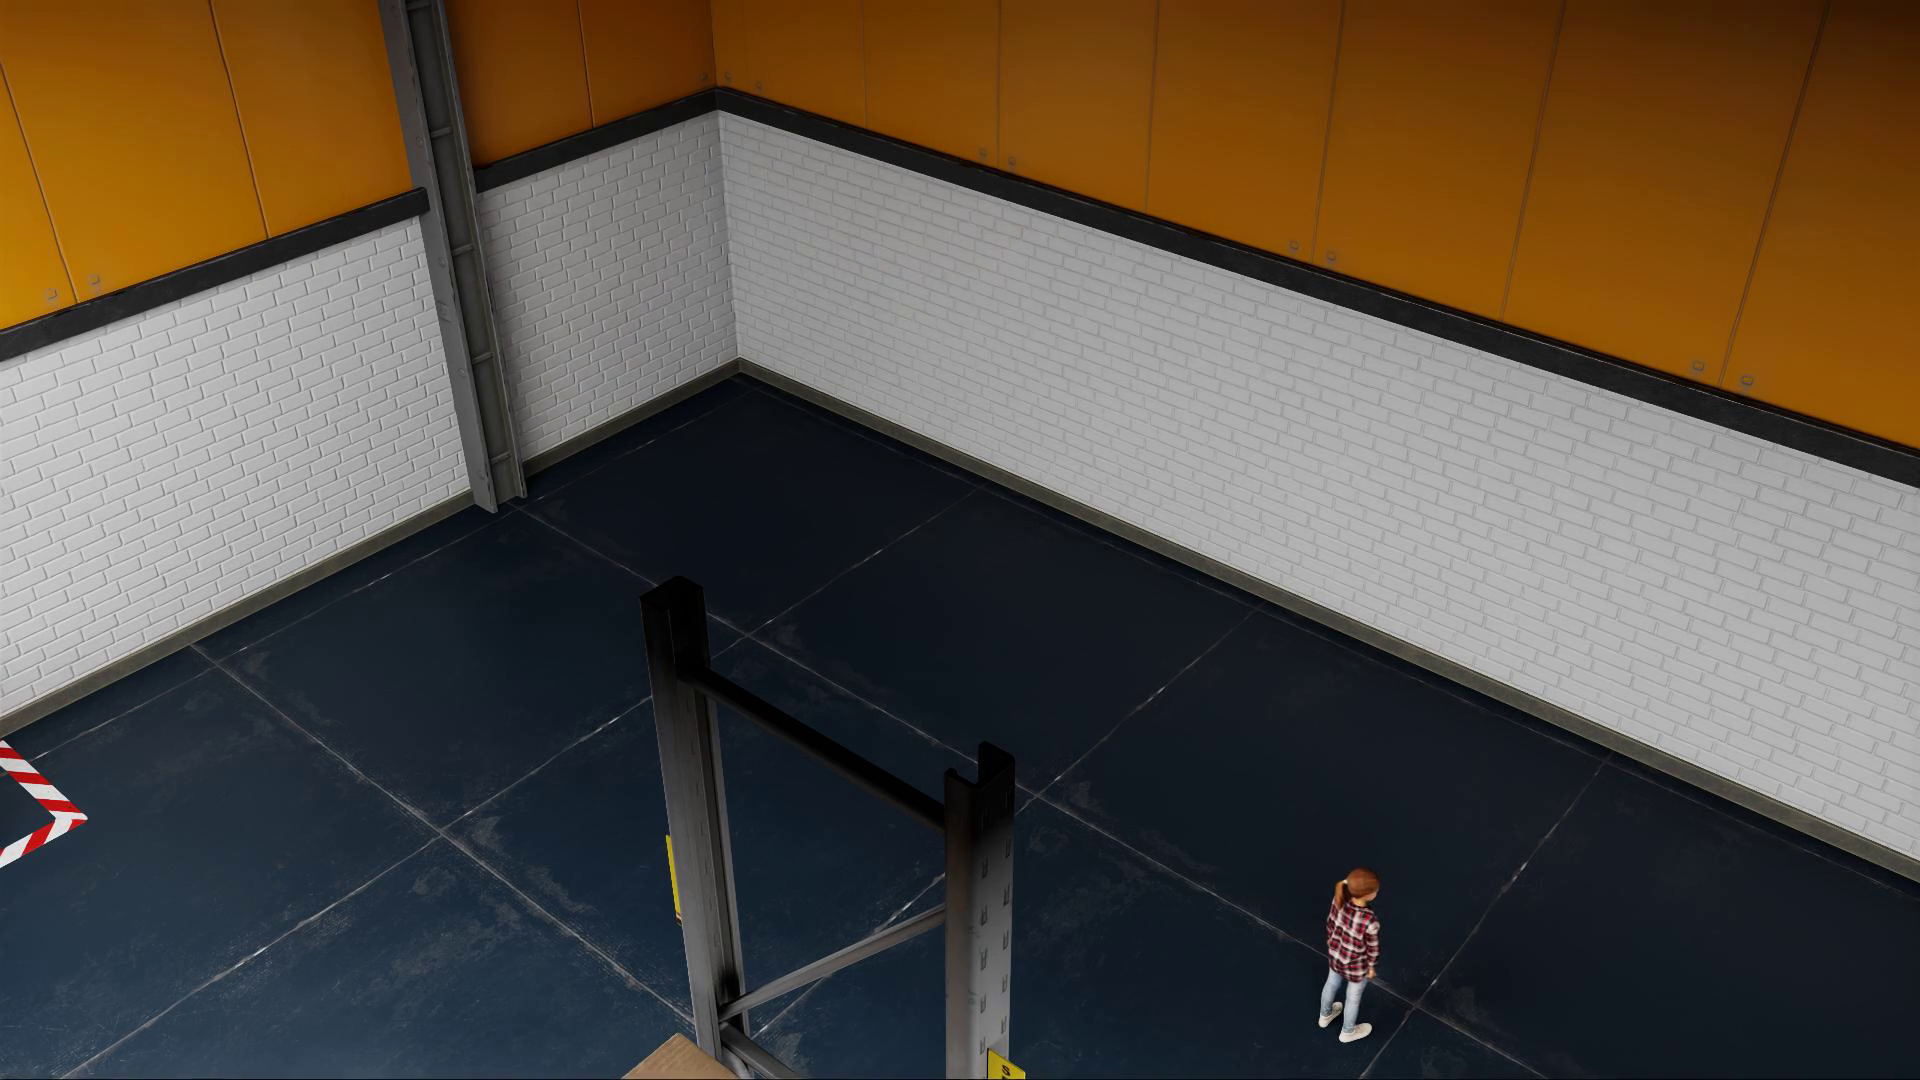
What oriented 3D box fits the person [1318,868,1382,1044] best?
[{"bbox_3d":[2.323,2.463,9.907,0.570,1.306,0.574,-22,39,-29],"label":"person"}]
